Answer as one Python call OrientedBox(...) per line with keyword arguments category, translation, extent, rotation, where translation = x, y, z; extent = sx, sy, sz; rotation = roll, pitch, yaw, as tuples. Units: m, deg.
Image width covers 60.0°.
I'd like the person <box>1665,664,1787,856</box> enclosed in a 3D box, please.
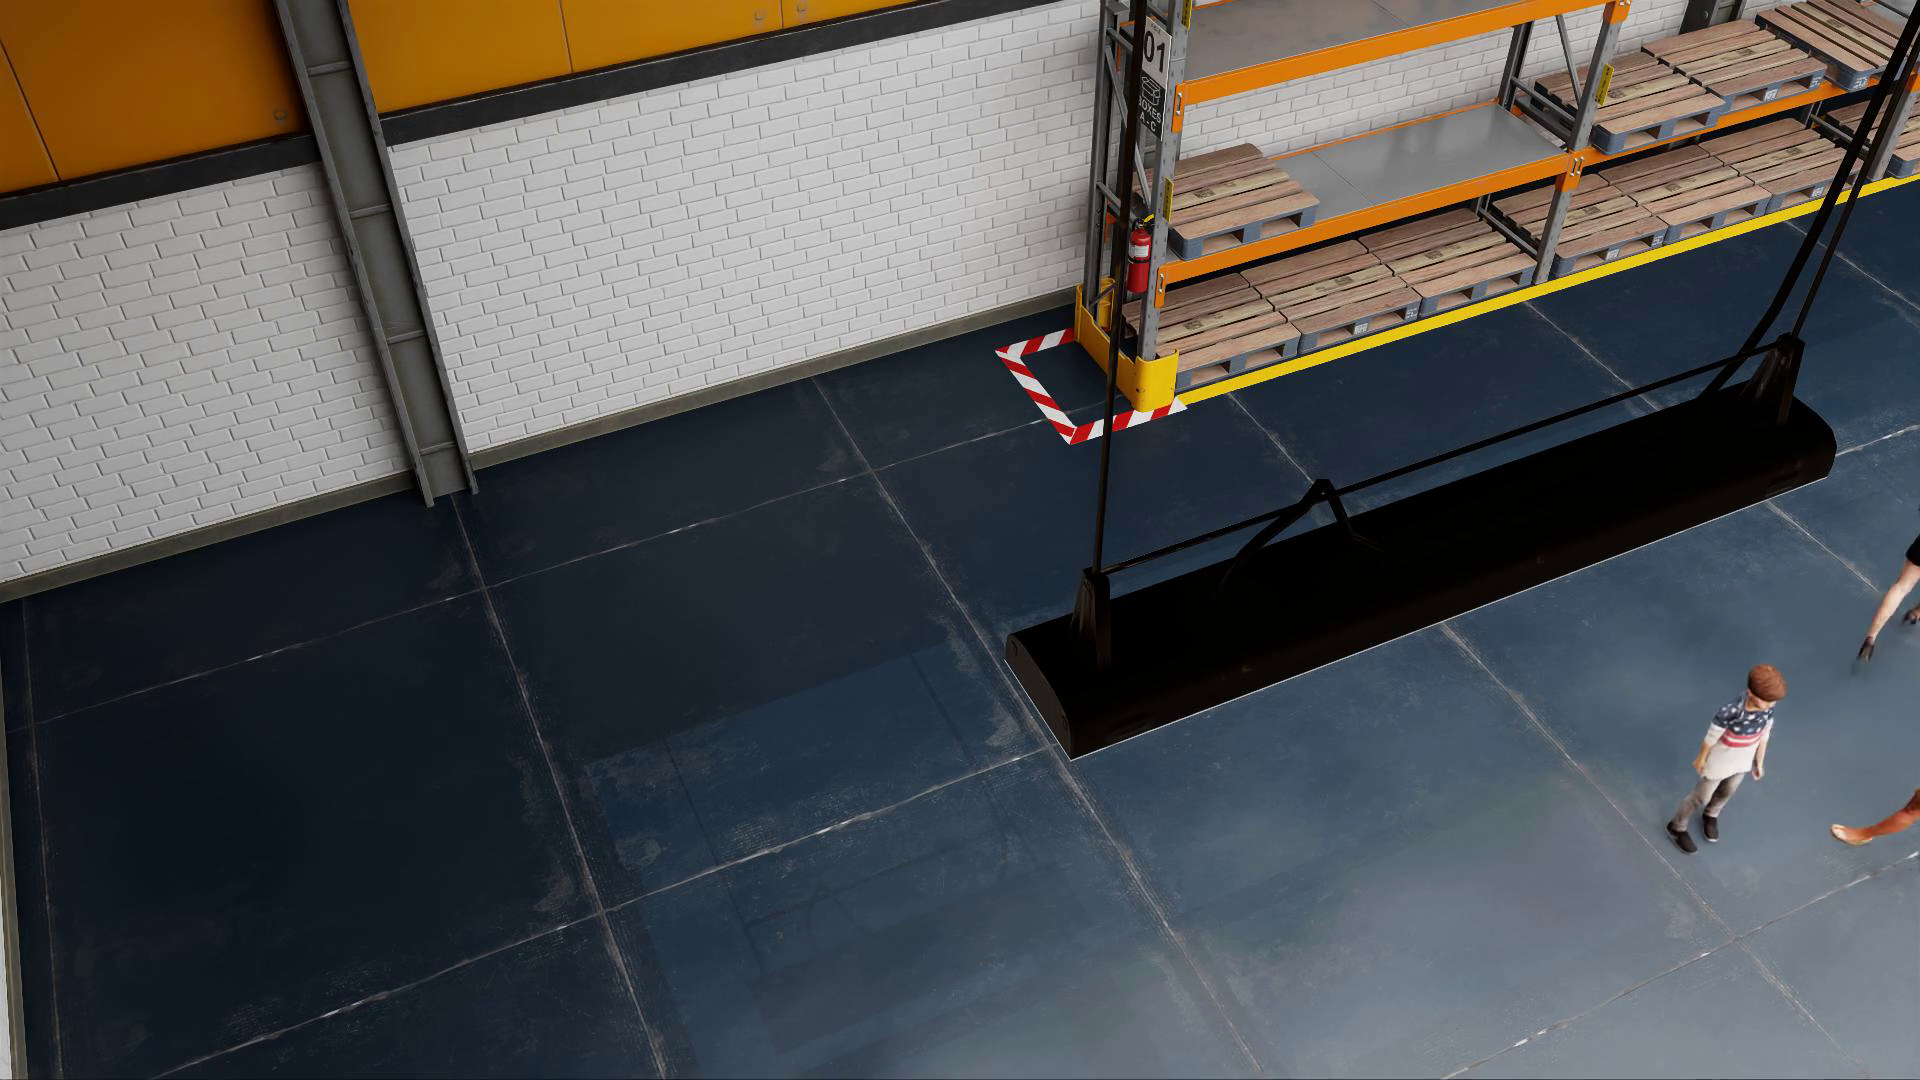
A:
OrientedBox(category="person", translation=(4.592, 1.239, 9.899), extent=(0.515, 1.435, 0.623), rotation=(-8, 44, -8))
